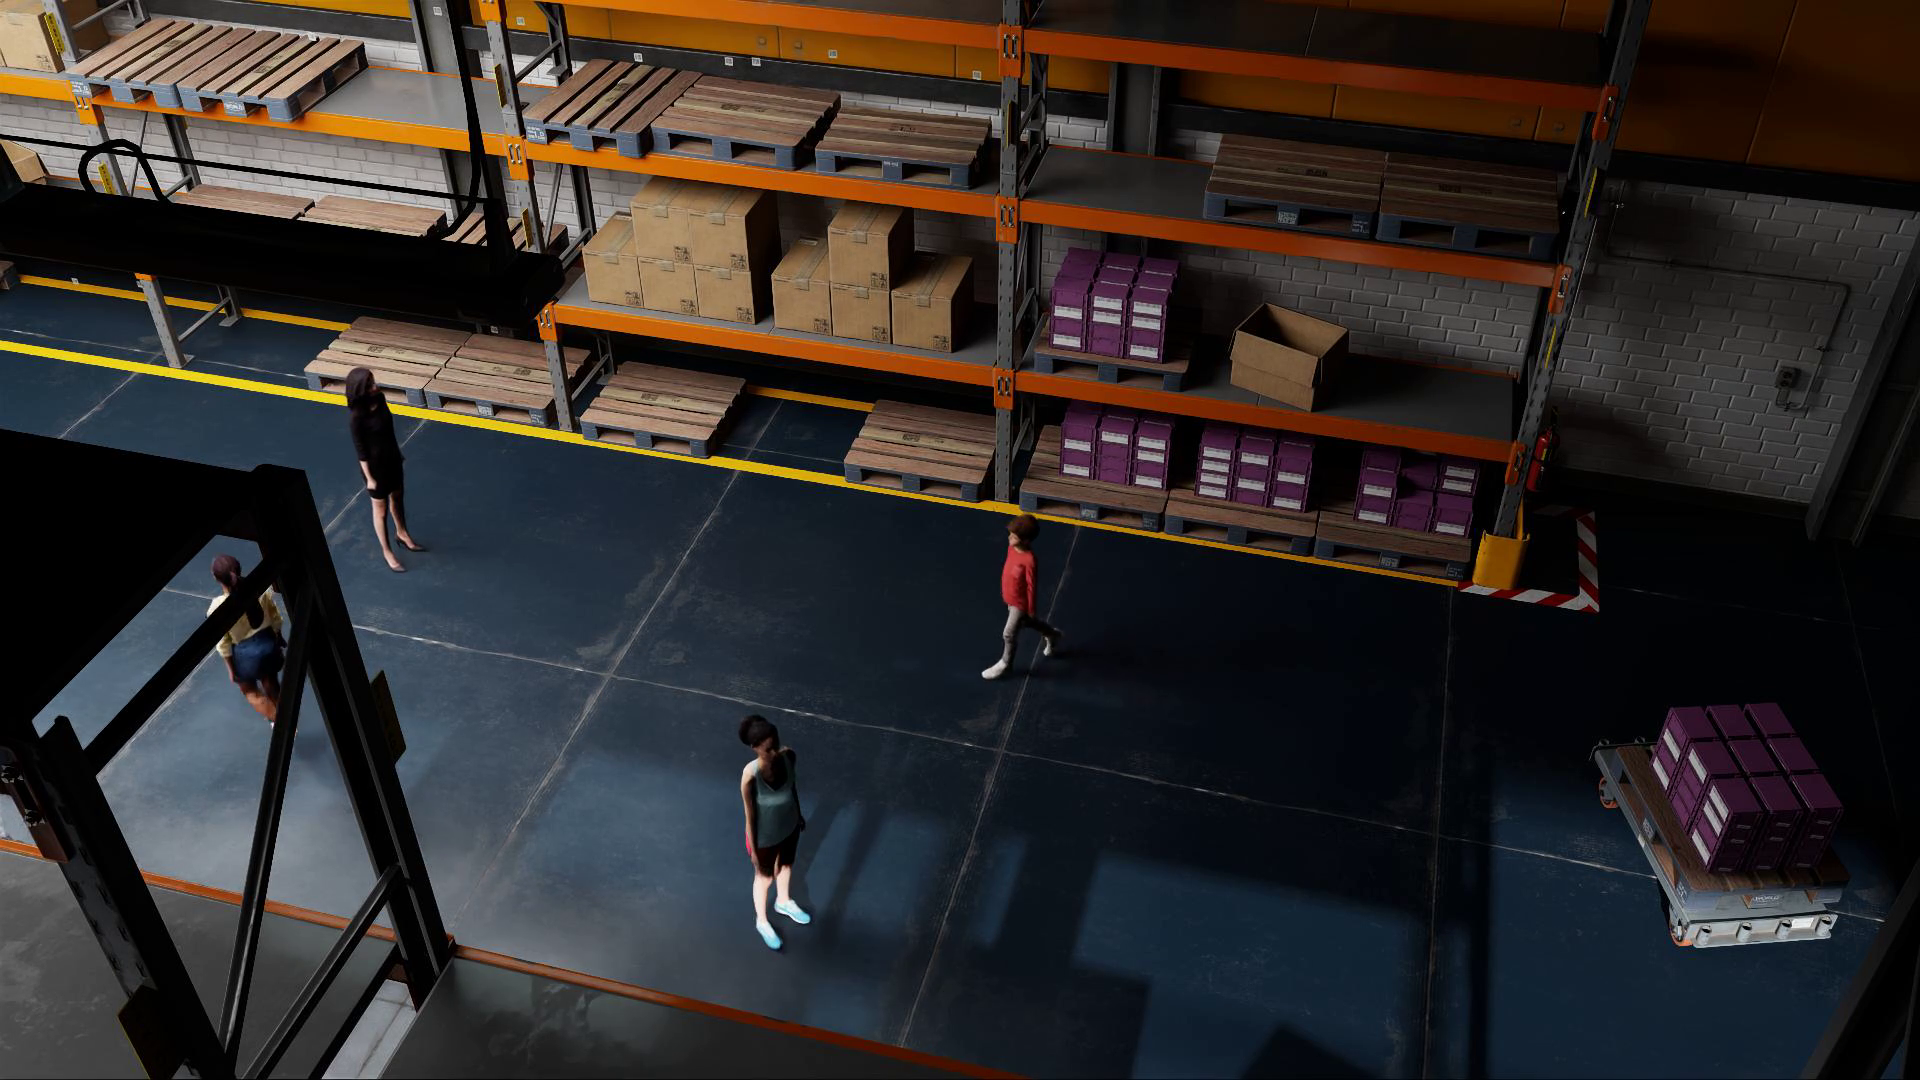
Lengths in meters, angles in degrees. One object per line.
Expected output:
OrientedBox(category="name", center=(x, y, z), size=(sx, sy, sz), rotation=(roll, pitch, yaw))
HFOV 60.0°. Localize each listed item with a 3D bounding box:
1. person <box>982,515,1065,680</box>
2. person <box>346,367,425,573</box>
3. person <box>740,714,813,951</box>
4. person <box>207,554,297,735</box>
OrientedBox(category="person", center=(0.490, 0.386, 11.996), size=(0.961, 1.399, 0.812), rotation=(-12, 40, -15))
OrientedBox(category="person", center=(-4.470, -0.567, 12.865), size=(0.503, 1.804, 0.592), rotation=(11, 40, 13))
OrientedBox(category="person", center=(-1.120, 1.740, 10.008), size=(0.682, 1.764, 0.676), rotation=(28, 46, 30))
OrientedBox(category="person", center=(-4.754, 0.799, 11.301), size=(0.804, 1.620, 0.770), rotation=(27, 46, 30))
